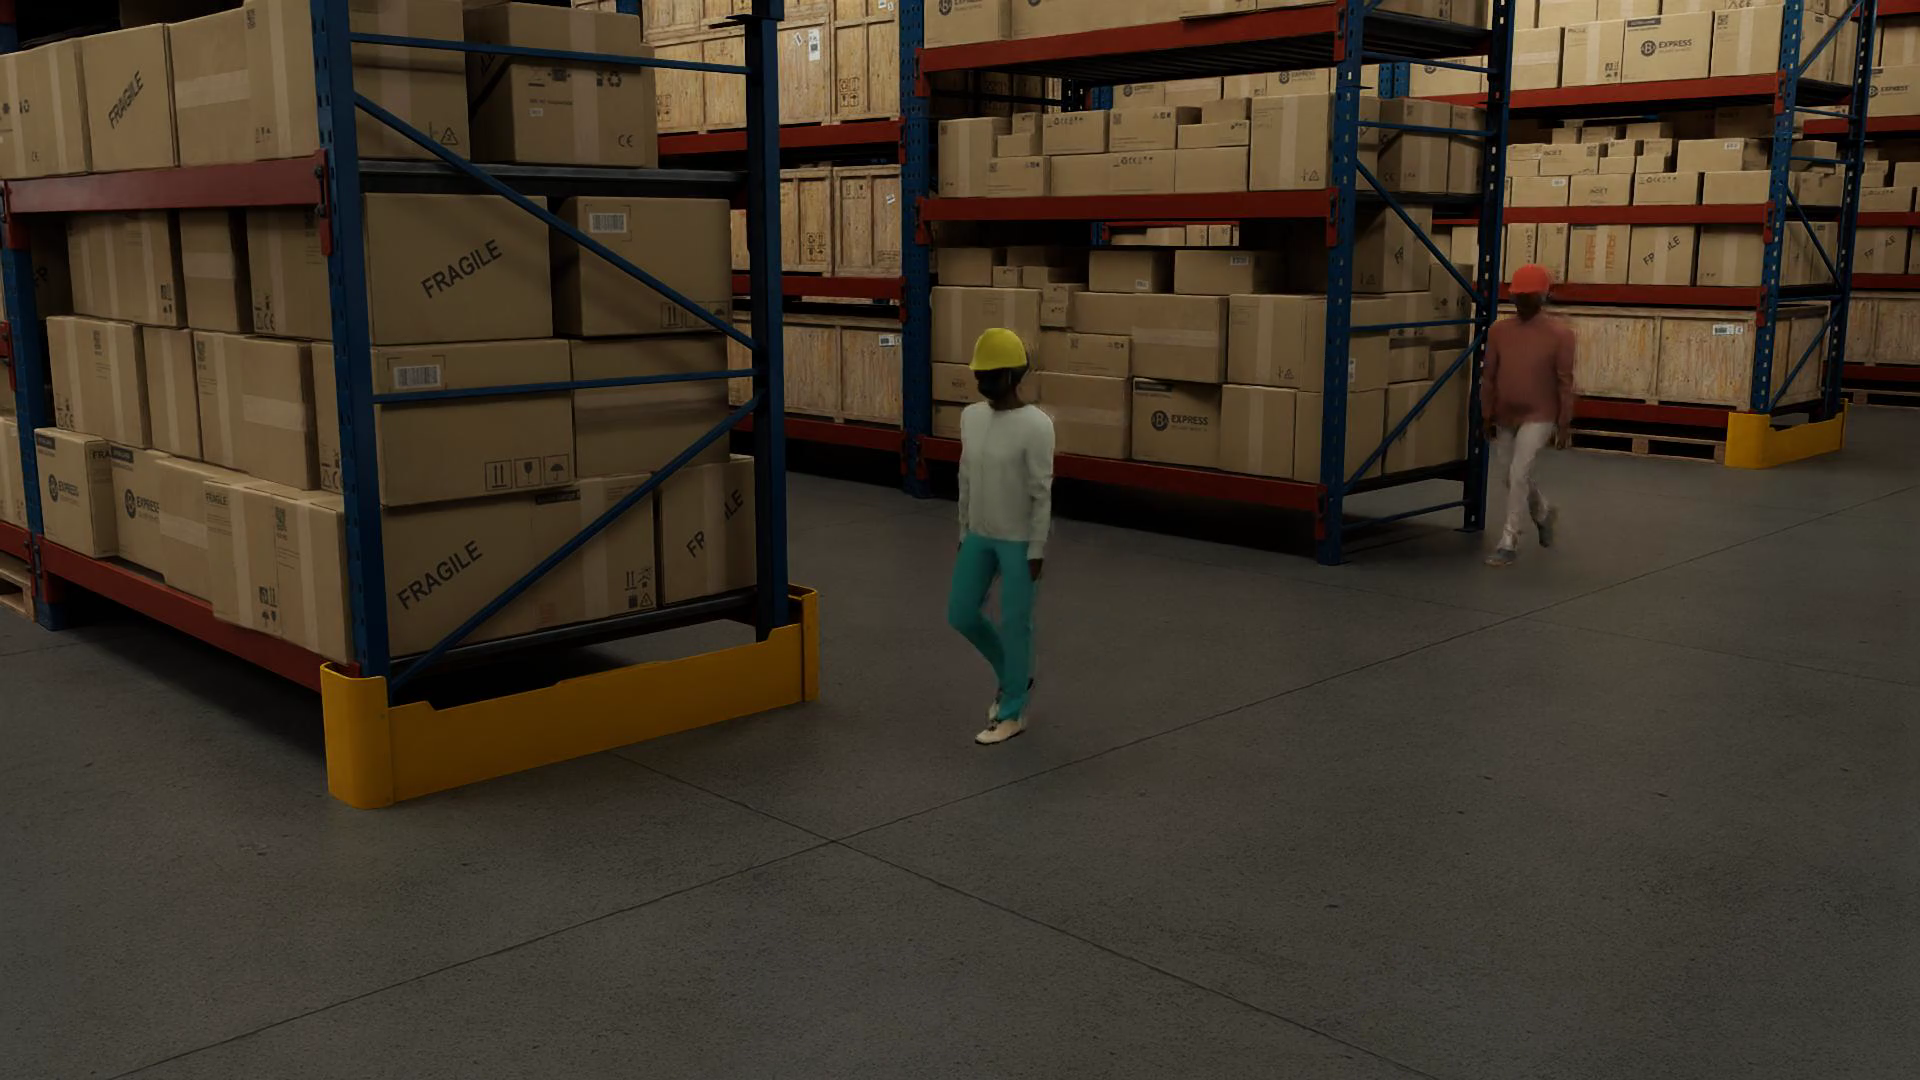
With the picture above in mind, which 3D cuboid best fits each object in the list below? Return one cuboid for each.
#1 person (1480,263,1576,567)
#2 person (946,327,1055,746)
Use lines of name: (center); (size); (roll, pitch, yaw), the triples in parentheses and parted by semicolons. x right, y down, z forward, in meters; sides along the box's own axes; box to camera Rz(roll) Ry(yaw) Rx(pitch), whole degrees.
person: (3.740, -0.828, 10.896); (0.863, 1.965, 0.608); (-9, 14, -41)
person: (0.167, -0.010, 6.962); (0.546, 1.751, 0.372); (10, 14, 43)
